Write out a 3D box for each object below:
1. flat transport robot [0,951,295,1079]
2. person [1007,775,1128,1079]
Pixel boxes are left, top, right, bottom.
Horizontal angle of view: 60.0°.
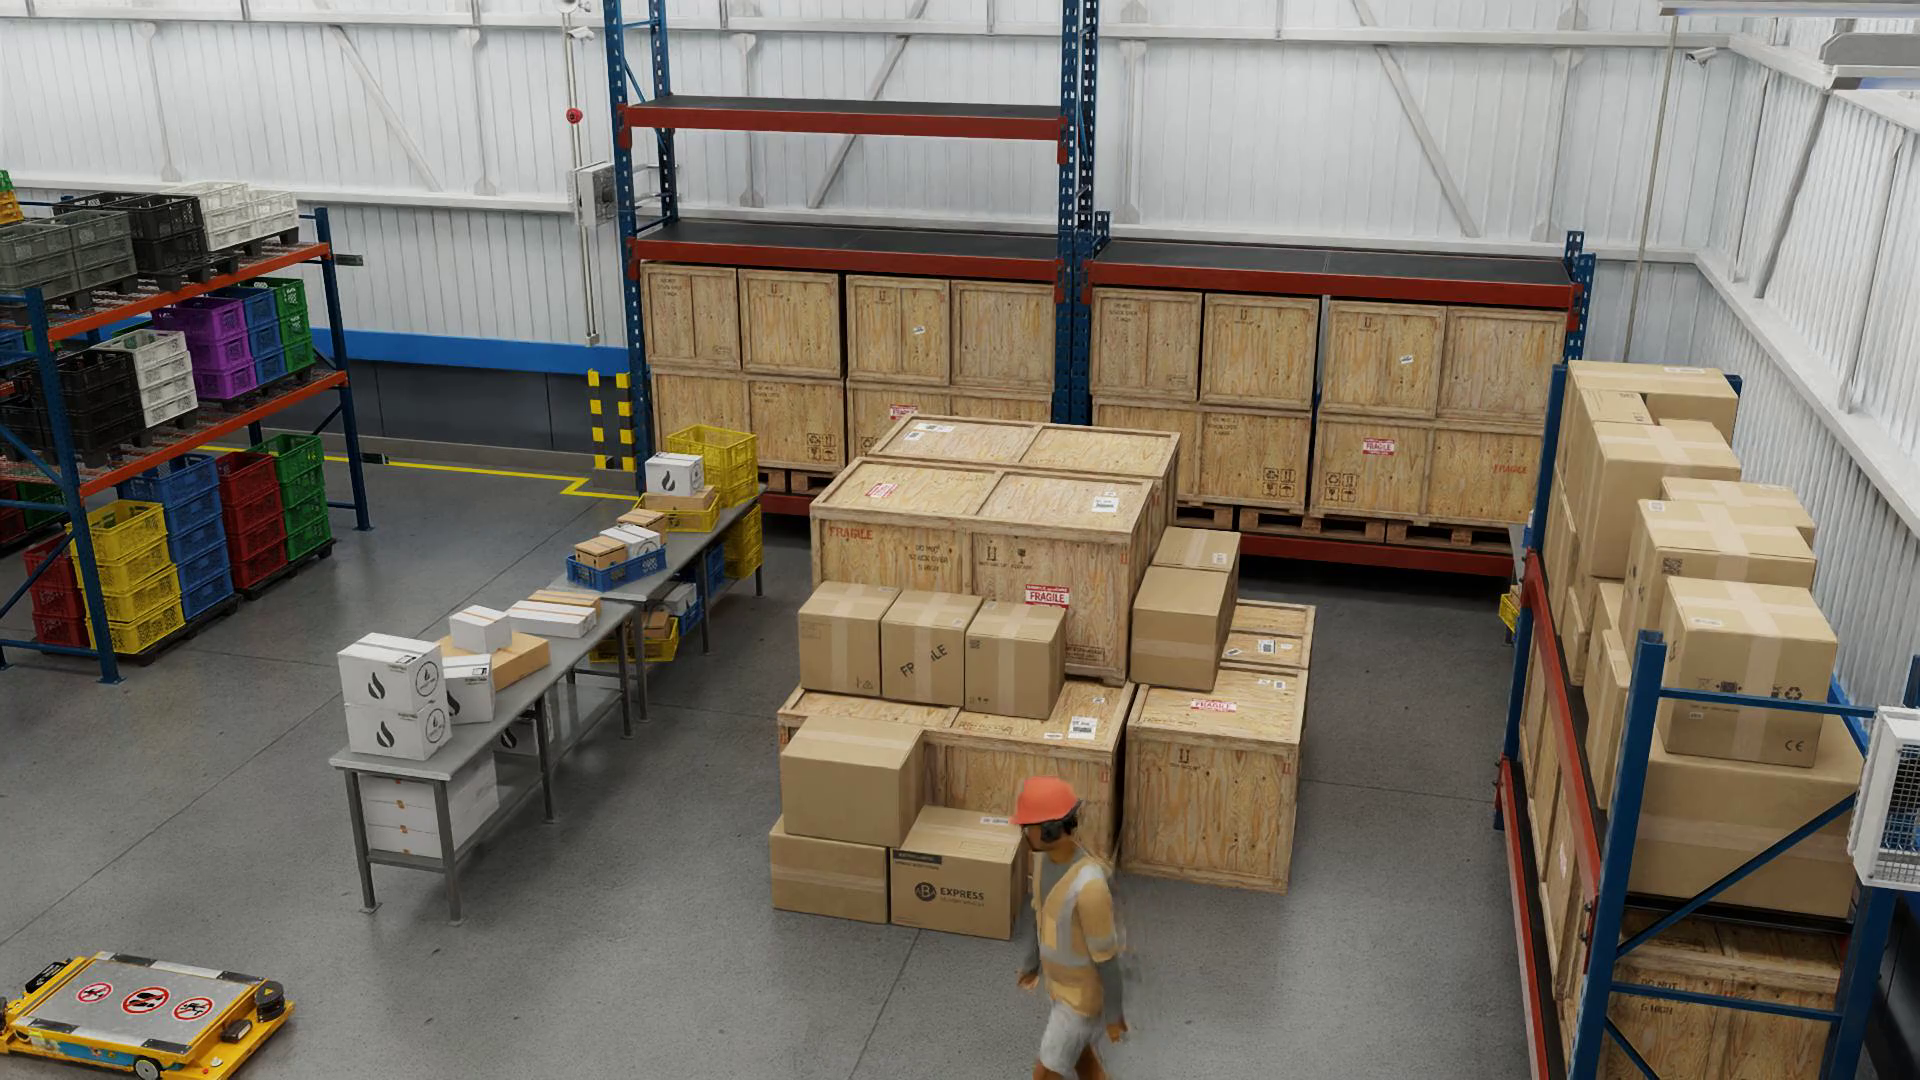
[{"bbox_3d":[-4.270,2.464,8.601,1.431,0.231,0.659,5,22,13],"label":"flat transport robot"},{"bbox_3d":[0.502,1.976,7.463,0.589,1.992,0.616,-5,22,-14],"label":"person"}]
